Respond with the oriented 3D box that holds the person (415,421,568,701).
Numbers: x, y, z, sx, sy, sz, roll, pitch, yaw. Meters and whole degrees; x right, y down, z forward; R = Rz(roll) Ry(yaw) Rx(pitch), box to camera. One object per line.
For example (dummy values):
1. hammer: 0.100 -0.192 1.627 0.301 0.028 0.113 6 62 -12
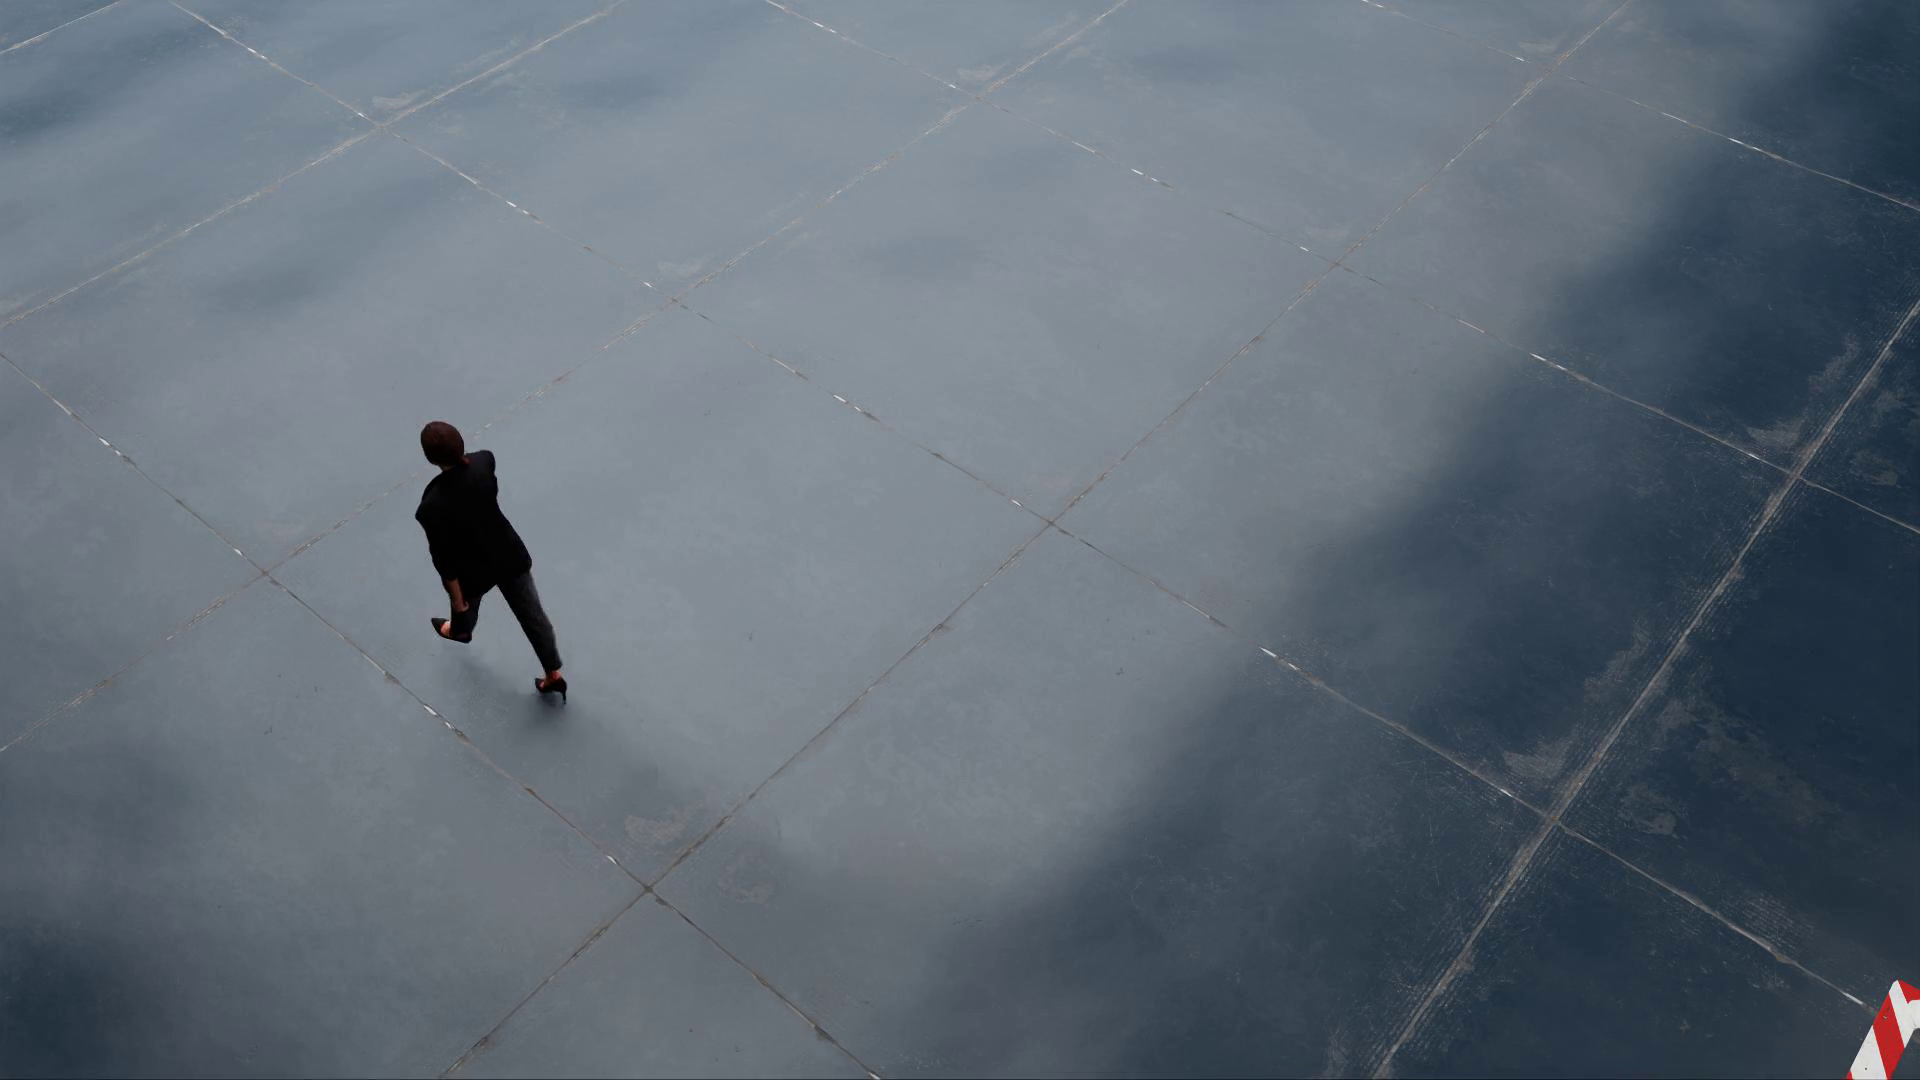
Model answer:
1. person: -2.148 0.155 7.785 1.134 1.669 0.763 24 52 21
